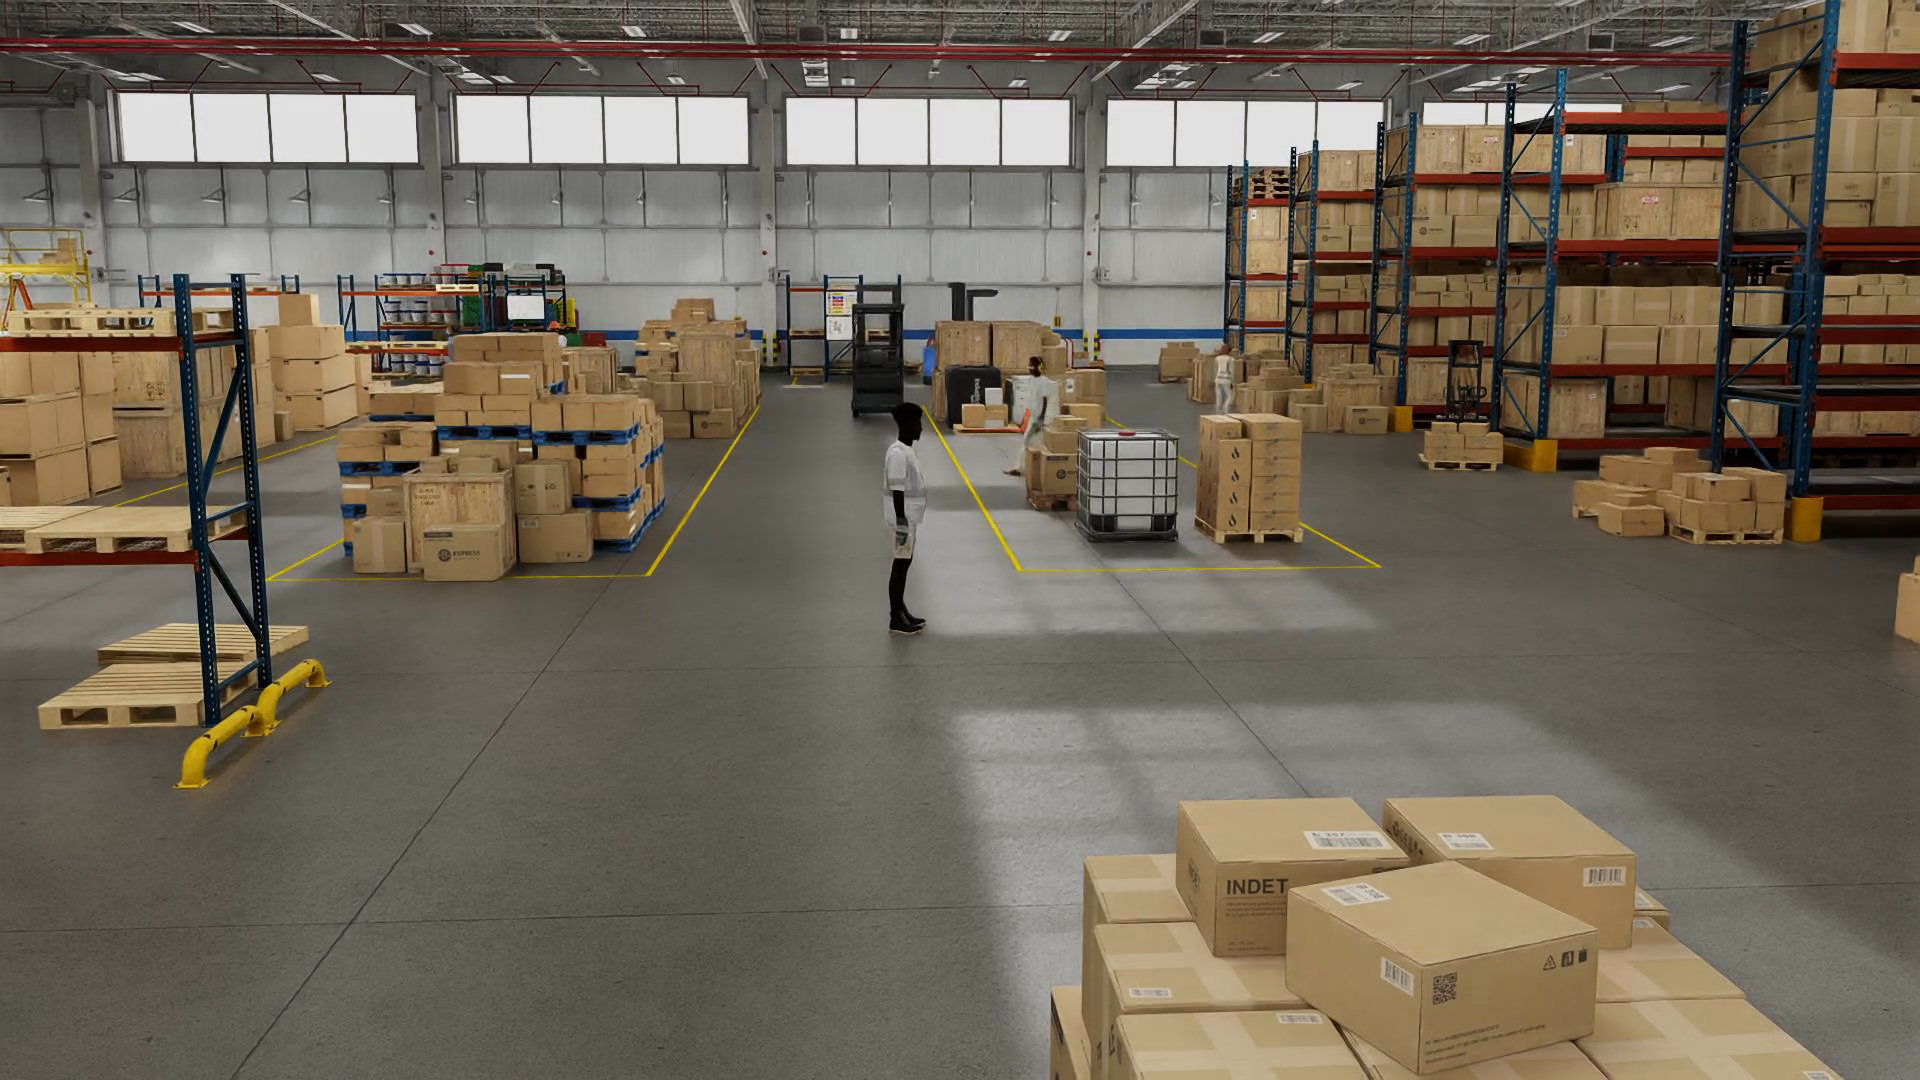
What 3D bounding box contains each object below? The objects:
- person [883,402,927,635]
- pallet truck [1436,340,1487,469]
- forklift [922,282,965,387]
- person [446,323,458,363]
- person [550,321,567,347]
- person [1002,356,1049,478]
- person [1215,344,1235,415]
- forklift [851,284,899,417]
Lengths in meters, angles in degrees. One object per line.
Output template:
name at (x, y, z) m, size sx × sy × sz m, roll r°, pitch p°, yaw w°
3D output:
person at (-0.460, -0.190, 14.081) m, size 0.361 × 1.963 × 0.614 m, roll 1°, pitch 9°, yaw 5°
pallet truck at (8.004, -2.170, 26.422) m, size 0.823 × 1.965 × 1.885 m, roll 2°, pitch 9°, yaw 14°
forklift at (-0.069, -5.568, 44.995) m, size 1.873 × 2.768 × 1.129 m, roll -1°, pitch 9°, yaw -4°
person at (-12.073, -4.206, 39.524) m, size 1.005 × 1.883 × 0.654 m, roll -8°, pitch 12°, yaw -40°
person at (-9.583, -4.225, 39.504) m, size 0.363 × 1.939 × 0.542 m, roll 6°, pitch 11°, yaw 34°
person at (1.088, -1.812, 24.726) m, size 0.886 × 1.825 × 0.557 m, roll -5°, pitch 10°, yaw -30°
person at (5.421, -3.212, 34.127) m, size 0.531 × 1.622 × 0.407 m, roll 8°, pitch 12°, yaw 42°
forklift at (-1.783, -4.109, 35.831) m, size 1.129 × 2.768 × 1.873 m, roll -1°, pitch 9°, yaw -5°
